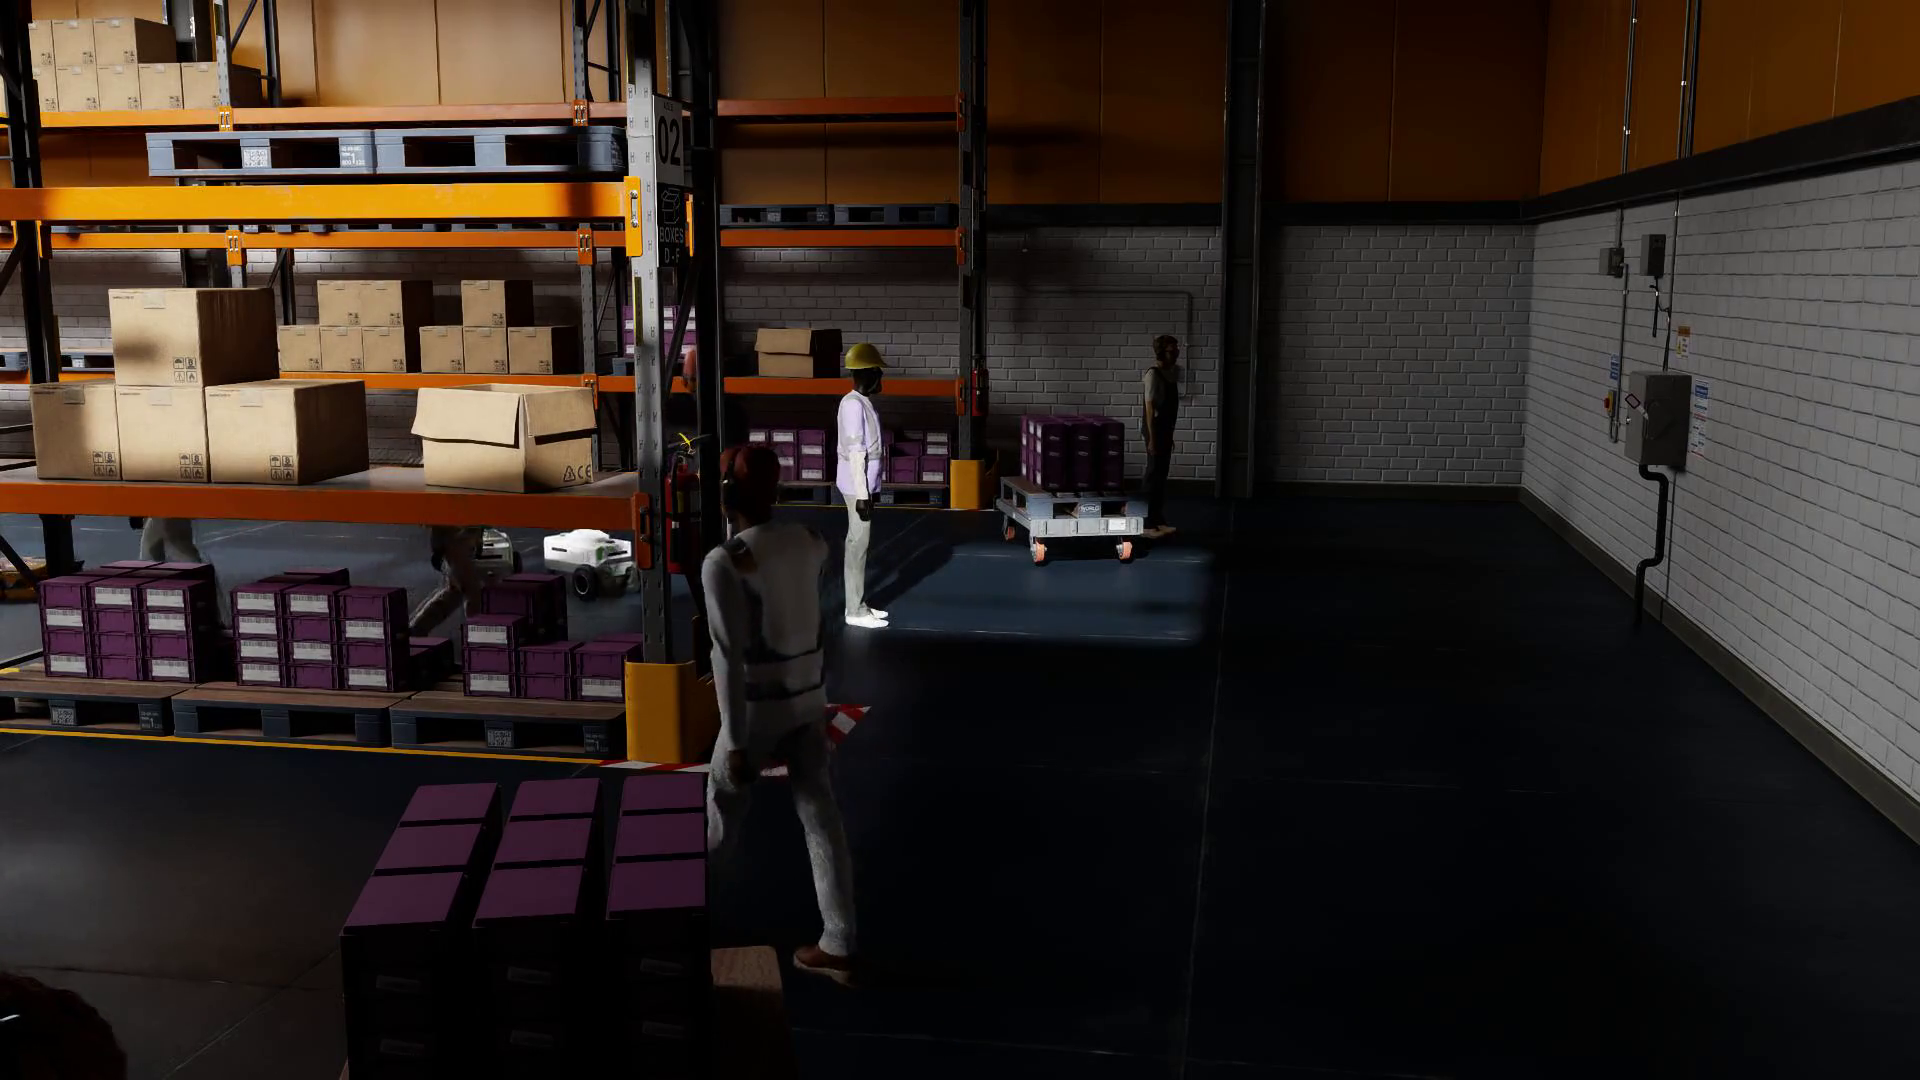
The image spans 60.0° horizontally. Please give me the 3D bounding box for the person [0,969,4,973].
[{"bbox_3d":[-1.740,1.197,2.573,0.666,1.597,0.531,6,11,34],"label":"person"}]

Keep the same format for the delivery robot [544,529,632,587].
[{"bbox_3d":[-2.781,0.093,12.415,0.707,0.478,0.477,7,12,38],"label":"delivery robot"}]

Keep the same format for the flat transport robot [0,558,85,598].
[{"bbox_3d":[-7.383,0.278,12.428,1.431,0.197,0.652,0,9,-2],"label":"flat transport robot"}]

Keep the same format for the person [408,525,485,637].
[{"bbox_3d":[-3.073,0.006,10.009,0.774,1.607,0.522,1,9,9],"label":"person"}]

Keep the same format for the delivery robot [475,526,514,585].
[{"bbox_3d":[-3.514,0.099,12.376,0.477,0.478,0.707,-3,10,-17],"label":"delivery robot"}]

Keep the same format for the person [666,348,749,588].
[{"bbox_3d":[-1.661,-0.281,10.789,0.619,1.939,1.055,1,9,5],"label":"person"}]

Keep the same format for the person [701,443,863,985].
[{"bbox_3d":[-0.713,0.573,5.780,1.020,1.820,0.584,8,12,42],"label":"person"}]

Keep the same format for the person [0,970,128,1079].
[{"bbox_3d":[-0.720,1.256,1.307,0.642,1.909,0.410,3,10,19],"label":"person"}]

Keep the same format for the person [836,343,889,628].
[{"bbox_3d":[-0.662,-0.374,11.348,0.358,1.930,0.584,0,9,-2],"label":"person"}]

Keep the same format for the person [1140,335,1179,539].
[{"bbox_3d":[1.822,-0.938,15.109,0.328,1.844,0.511,4,10,26],"label":"person"}]

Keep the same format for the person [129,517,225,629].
[{"bbox_3d":[-5.374,-0.297,11.009,0.902,1.879,0.610,-2,9,-12],"label":"person"}]
